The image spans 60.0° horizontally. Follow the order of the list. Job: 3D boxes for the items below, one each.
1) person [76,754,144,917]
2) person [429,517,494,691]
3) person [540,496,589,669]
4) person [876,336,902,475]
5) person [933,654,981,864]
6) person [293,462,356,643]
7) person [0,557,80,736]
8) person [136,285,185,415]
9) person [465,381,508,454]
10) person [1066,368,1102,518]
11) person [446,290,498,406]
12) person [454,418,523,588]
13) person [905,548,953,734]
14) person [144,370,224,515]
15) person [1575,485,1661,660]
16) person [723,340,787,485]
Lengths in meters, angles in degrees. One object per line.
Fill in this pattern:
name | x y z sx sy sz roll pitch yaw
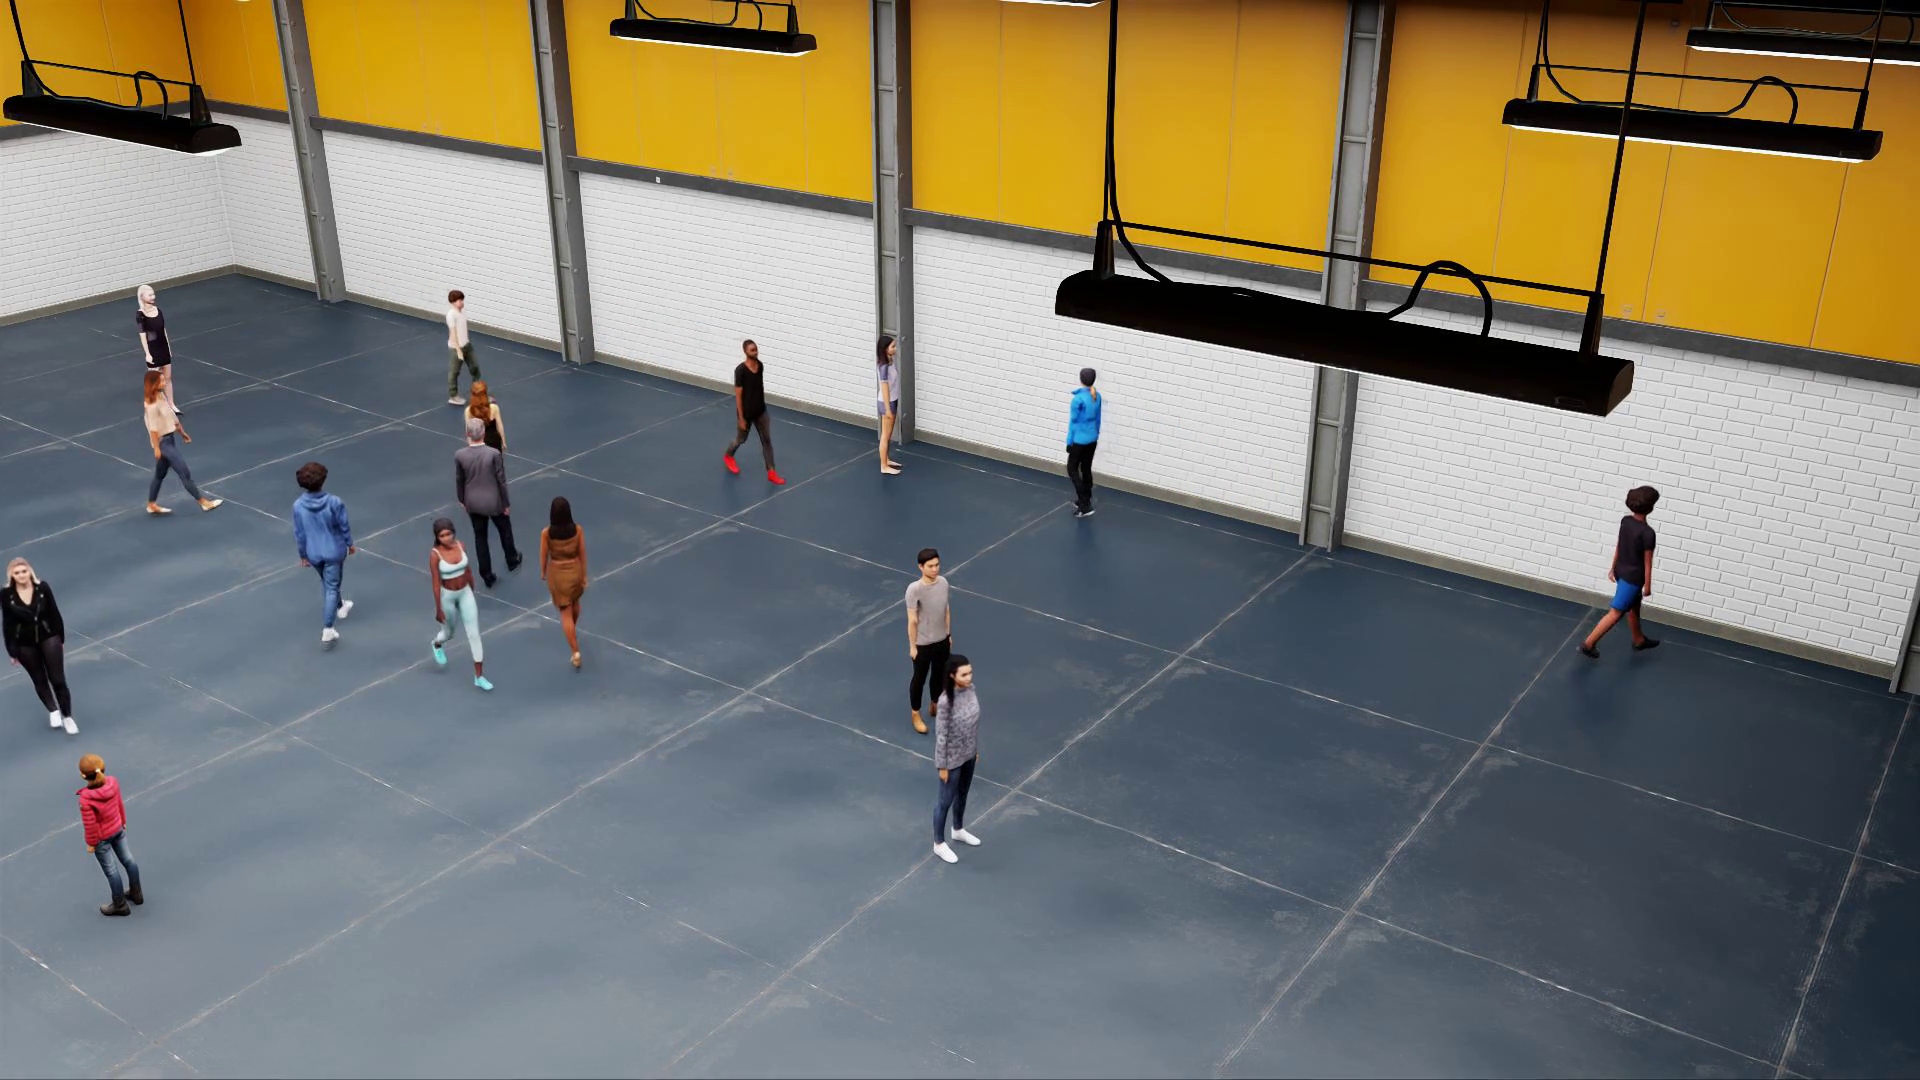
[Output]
person | -6.296 2.166 12.303 0.576 1.318 0.565 7 25 17
person | -4.745 0.567 15.494 1.136 1.693 0.728 21 31 40
person | -3.746 0.430 15.869 0.880 1.643 1.126 -12 26 -25
person | -0.895 -1.691 20.608 0.672 1.734 0.661 2 24 4
person | -0.025 1.658 12.950 0.515 1.731 0.619 17 29 33
person | -6.255 0.149 16.351 1.201 1.772 1.132 0 24 1
person | -8.206 0.899 14.764 0.803 1.668 0.900 -12 26 -25
person | -10.843 -2.540 22.428 0.568 1.832 0.618 8 25 18
person | -5.490 -1.044 19.283 0.748 1.611 0.809 -5 24 -12
person | 1.455 -1.118 19.225 0.744 1.792 0.811 -17 29 -34
person | -6.958 -2.640 22.915 1.011 1.625 0.750 8 25 18
person | -5.003 -0.367 17.473 1.072 1.819 1.105 0 24 1
person | -0.268 0.859 14.788 0.667 1.723 0.625 -17 29 -34
person | -9.281 -1.089 19.220 1.156 1.743 1.077 -3 24 -8
person | 6.336 0.354 15.894 1.177 1.762 1.155 -6 24 -12
person | -2.624 -1.580 20.314 1.267 1.766 0.759 21 31 39
